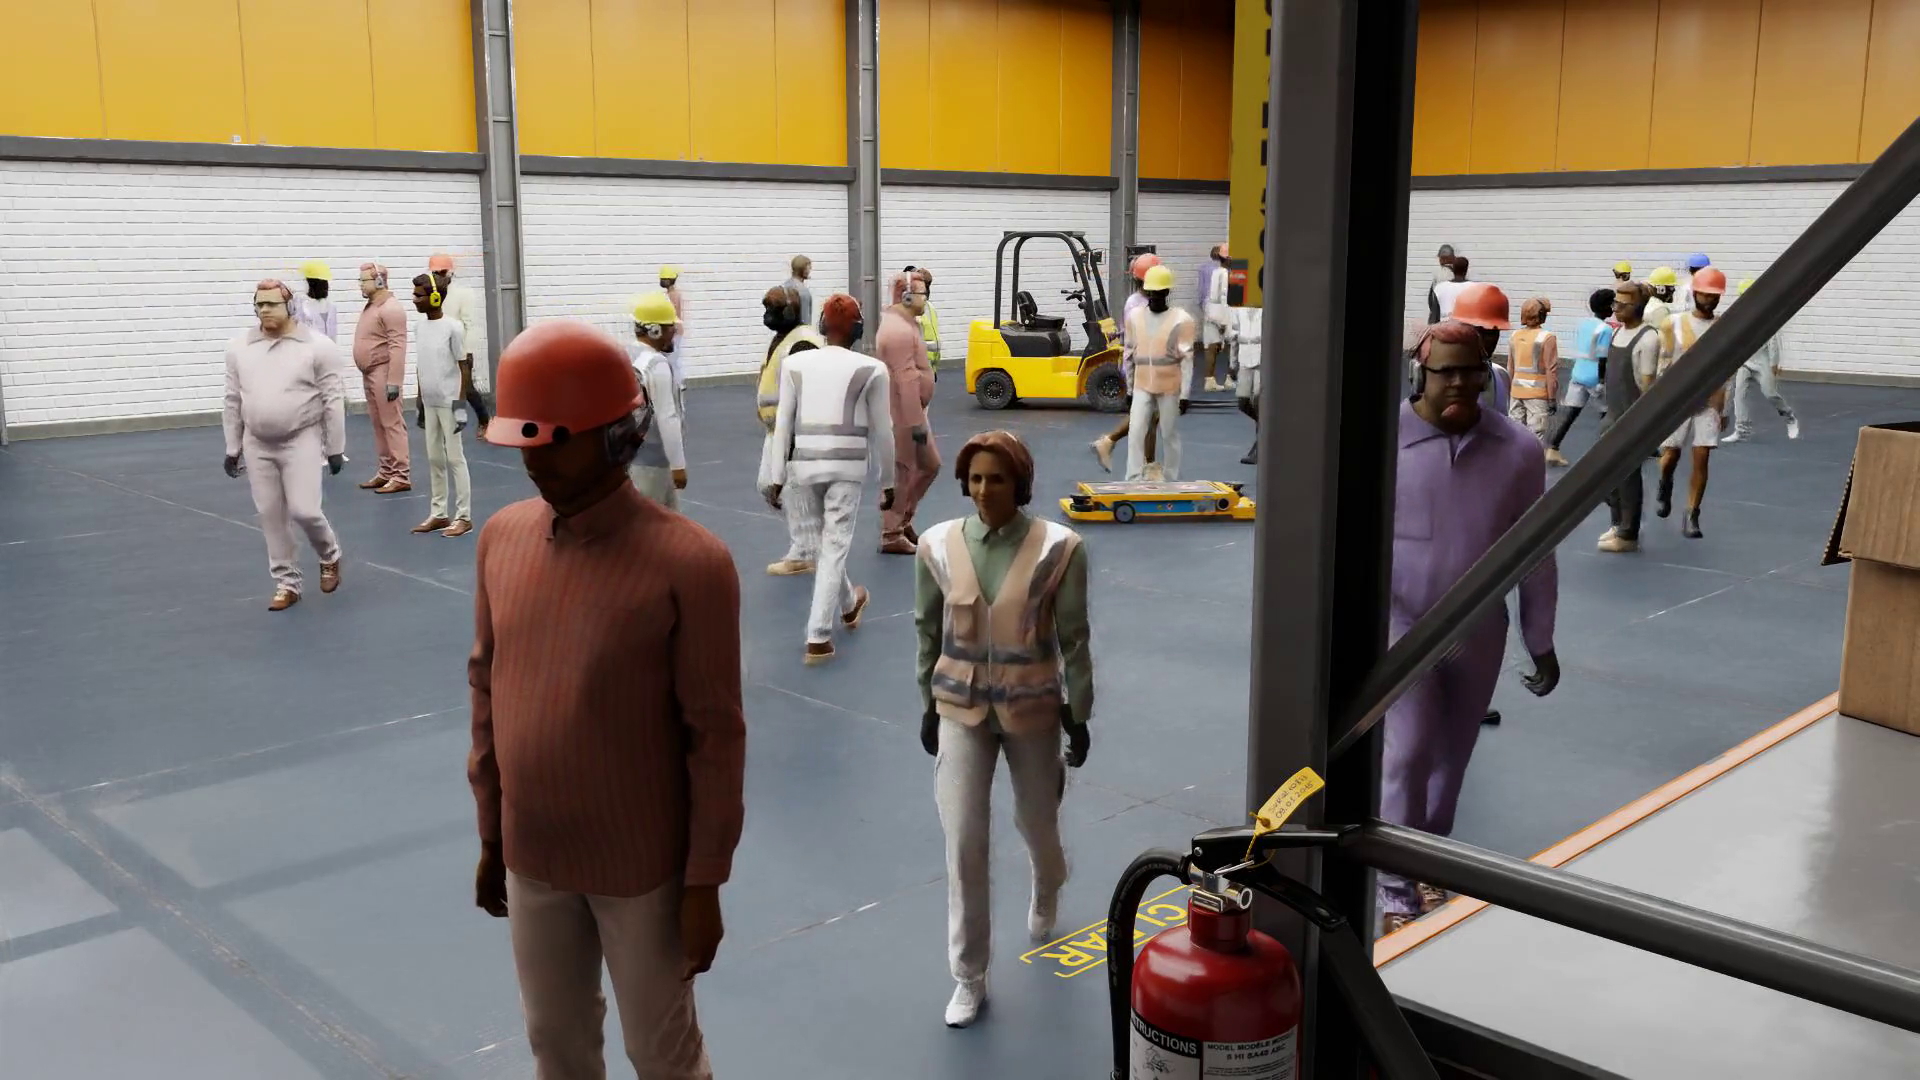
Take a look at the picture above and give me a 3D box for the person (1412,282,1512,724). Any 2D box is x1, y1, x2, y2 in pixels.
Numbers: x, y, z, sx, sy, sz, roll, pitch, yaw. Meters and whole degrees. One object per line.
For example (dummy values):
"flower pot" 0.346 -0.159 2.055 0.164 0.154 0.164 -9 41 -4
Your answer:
"person" 2.180 -0.134 7.160 0.552 1.933 0.364 -7 13 -34

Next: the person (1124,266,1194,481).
"person" 1.517 -1.185 13.029 0.597 1.887 0.882 5 12 27

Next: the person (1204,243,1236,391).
"person" 3.668 -3.025 22.708 0.711 2.019 0.613 -3 11 -13

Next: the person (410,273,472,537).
"person" -3.692 -0.951 11.813 0.515 1.866 0.333 7 12 33

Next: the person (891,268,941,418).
"person" -0.388 -1.555 15.185 0.429 1.839 0.623 5 12 27

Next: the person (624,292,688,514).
"person" -1.722 -0.496 9.467 0.539 1.810 0.618 -5 12 -27

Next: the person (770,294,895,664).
"person" -0.616 -0.341 8.576 0.596 1.826 1.004 3 11 18

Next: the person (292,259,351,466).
"person" -5.926 -1.623 15.367 0.466 1.911 0.609 5 11 25

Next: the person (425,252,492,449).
"person" -5.118 -1.931 16.880 0.604 1.971 0.888 3 11 15

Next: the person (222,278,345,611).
"person" -3.876 -0.548 9.539 0.649 1.891 0.480 0 10 1

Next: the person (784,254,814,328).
"person" -1.808 -2.207 18.482 0.572 1.927 0.649 -4 11 -21

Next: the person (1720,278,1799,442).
"person" 8.293 -1.854 17.183 0.731 1.708 0.512 -4 11 -20

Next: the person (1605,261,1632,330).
"person" 9.307 -3.048 23.514 0.321 1.769 0.523 -2 11 -12

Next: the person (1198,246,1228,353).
"person" 4.618 -4.342 30.100 0.635 1.937 0.353 4 11 23

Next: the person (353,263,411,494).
"person" -4.828 -1.344 13.843 0.409 1.905 0.652 -8 13 -37

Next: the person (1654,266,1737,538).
"person" 5.236 -0.995 11.893 0.568 1.921 0.626 2 11 13

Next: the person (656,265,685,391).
"person" -3.720 -2.620 21.227 0.371 1.752 0.524 -6 12 -28

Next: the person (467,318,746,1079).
"person" -0.686 0.582 3.120 0.608 1.986 0.389 5 12 27

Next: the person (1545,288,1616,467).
"person" 5.793 -1.475 15.246 0.874 1.651 0.541 -2 11 -10

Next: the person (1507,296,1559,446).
"person" 4.632 -1.148 13.487 0.307 1.645 0.514 -5 12 -26

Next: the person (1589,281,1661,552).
"person" 4.441 -0.814 11.153 0.409 1.829 0.555 -2 11 -9

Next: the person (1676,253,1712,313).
"person" 9.242 -2.692 21.183 0.939 1.916 0.616 1 10 4

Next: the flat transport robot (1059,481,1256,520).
"flat transport robot" 1.511 -0.308 12.648 1.431 0.197 0.652 -1 10 -5

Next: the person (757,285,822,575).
"person" -1.047 -0.671 10.443 0.451 1.822 0.660 -4 11 -22

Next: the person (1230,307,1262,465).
"person" 2.821 -1.680 15.642 0.580 1.910 0.670 8 13 38

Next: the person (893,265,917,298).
"person" -0.752 -3.217 24.651 0.530 1.689 0.321 5 11 24

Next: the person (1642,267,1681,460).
"person" 6.655 -1.692 15.937 0.404 1.830 0.599 1 10 4

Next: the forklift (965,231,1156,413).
"forklift" 1.222 -2.721 20.561 2.313 2.155 1.214 2 11 13

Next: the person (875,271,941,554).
"person" -0.340 -0.832 11.088 0.451 1.891 0.655 1 10 3

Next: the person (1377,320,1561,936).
"person" 1.468 0.301 4.955 0.648 1.881 0.791 -1 10 -5

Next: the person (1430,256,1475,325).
"person" 6.157 -2.580 20.685 0.603 1.877 0.978 4 11 19

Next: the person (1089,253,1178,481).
"person" 1.484 -1.445 14.167 0.723 1.987 0.652 4 11 21

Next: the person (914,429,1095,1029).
"person" 0.132 0.475 4.722 0.523 1.611 0.761 2 11 13

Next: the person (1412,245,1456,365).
"person" 7.901 -3.831 27.033 0.691 2.000 1.042 -8 13 -38
